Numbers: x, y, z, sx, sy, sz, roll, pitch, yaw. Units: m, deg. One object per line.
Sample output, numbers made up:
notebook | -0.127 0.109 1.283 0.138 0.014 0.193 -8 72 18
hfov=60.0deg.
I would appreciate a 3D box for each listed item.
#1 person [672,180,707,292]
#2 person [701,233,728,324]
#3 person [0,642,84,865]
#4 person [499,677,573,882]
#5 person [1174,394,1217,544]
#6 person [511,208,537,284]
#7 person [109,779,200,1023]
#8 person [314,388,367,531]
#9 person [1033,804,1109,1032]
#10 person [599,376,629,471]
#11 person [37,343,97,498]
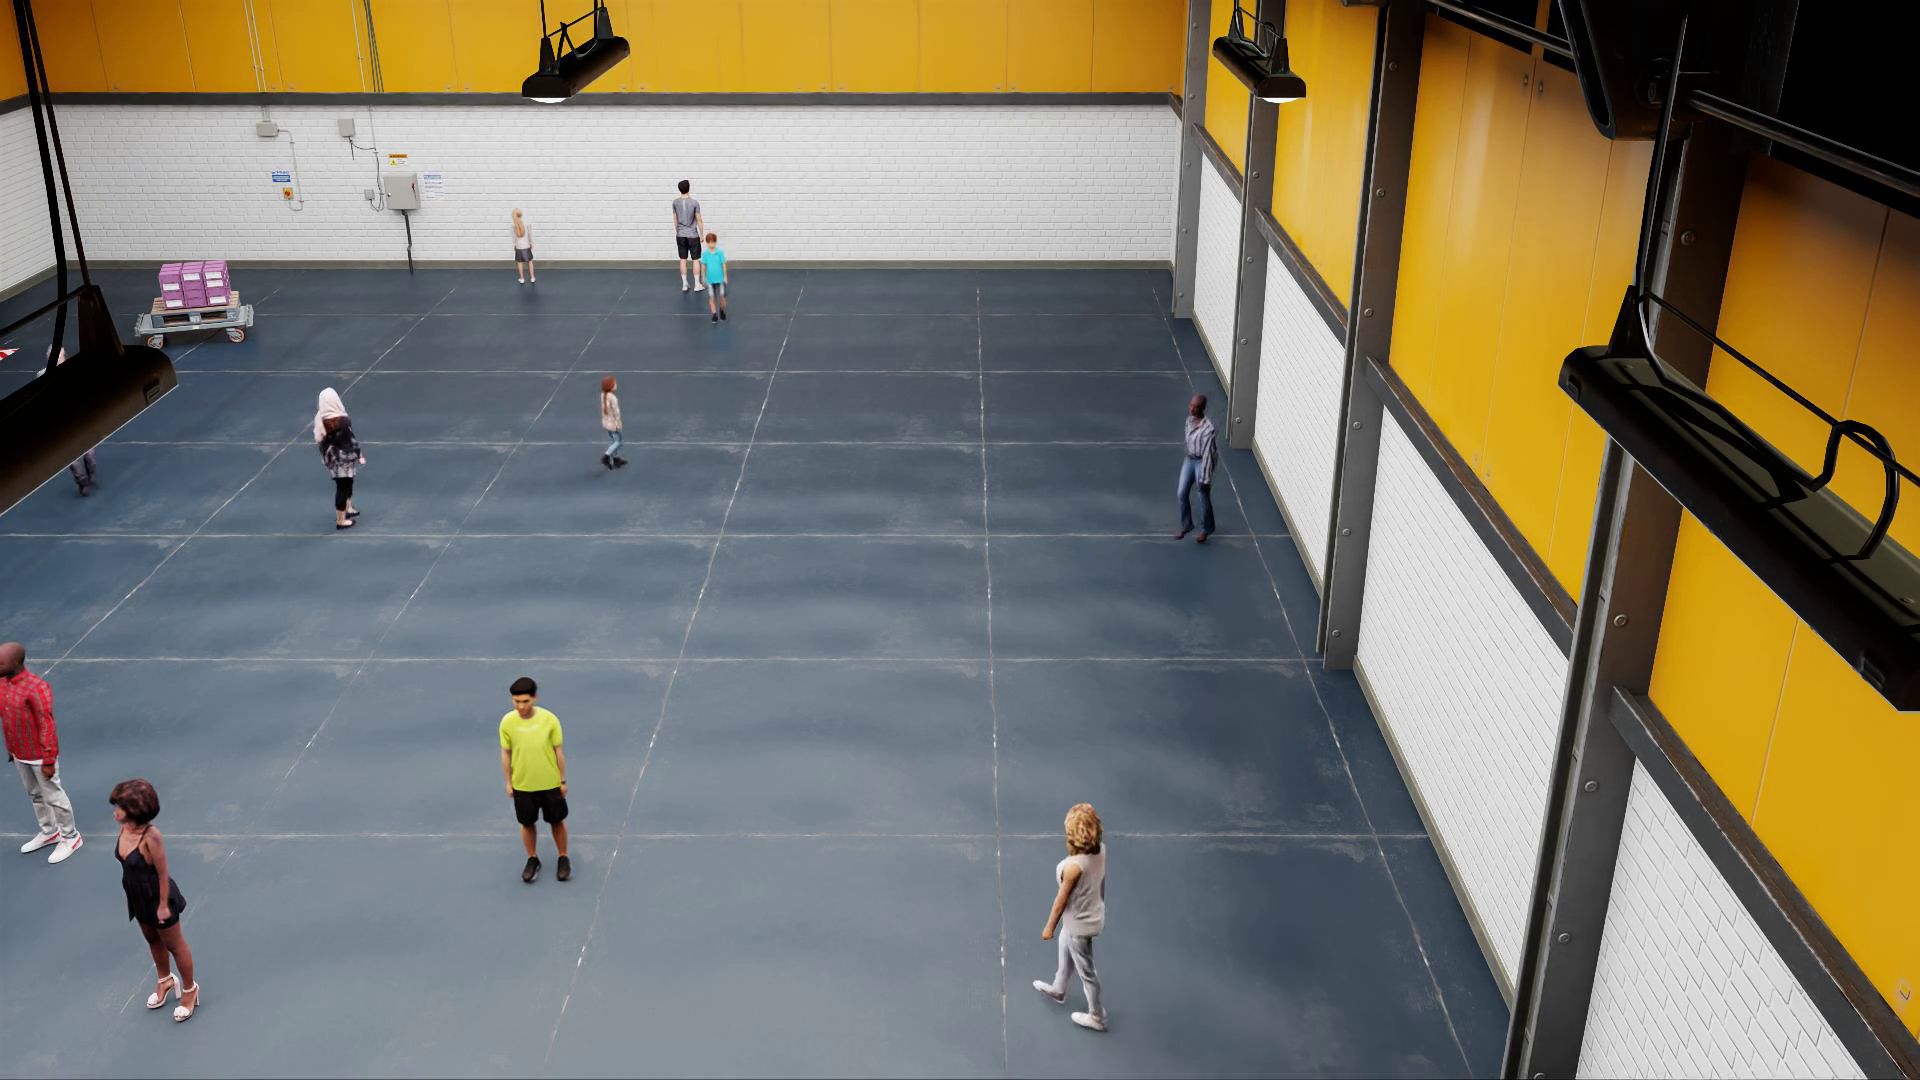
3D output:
person | -4.585 -5.131 28.008 0.698 1.871 0.626 5 24 11
person | -3.867 -4.157 26.321 0.530 1.438 0.536 0 24 -1
person | -7.082 1.580 12.722 0.752 1.818 0.752 12 26 26
person | -3.162 1.769 12.431 0.625 1.706 0.560 -3 24 -6
person | 2.649 -0.776 18.183 0.895 1.761 0.839 -13 27 -26
person | -7.525 -5.075 28.624 0.558 1.275 0.587 -7 25 -15
person | -5.320 2.363 10.969 0.642 1.788 0.673 13 27 27
person | -7.011 -0.881 18.600 0.780 1.619 0.832 14 27 29
person | 0.866 2.499 10.832 0.877 1.648 0.893 11 26 24
person | -4.298 -1.421 20.372 0.737 1.189 0.686 -19 30 -37
person | -10.448 -1.384 19.523 0.977 1.802 1.091 -16 28 -33
